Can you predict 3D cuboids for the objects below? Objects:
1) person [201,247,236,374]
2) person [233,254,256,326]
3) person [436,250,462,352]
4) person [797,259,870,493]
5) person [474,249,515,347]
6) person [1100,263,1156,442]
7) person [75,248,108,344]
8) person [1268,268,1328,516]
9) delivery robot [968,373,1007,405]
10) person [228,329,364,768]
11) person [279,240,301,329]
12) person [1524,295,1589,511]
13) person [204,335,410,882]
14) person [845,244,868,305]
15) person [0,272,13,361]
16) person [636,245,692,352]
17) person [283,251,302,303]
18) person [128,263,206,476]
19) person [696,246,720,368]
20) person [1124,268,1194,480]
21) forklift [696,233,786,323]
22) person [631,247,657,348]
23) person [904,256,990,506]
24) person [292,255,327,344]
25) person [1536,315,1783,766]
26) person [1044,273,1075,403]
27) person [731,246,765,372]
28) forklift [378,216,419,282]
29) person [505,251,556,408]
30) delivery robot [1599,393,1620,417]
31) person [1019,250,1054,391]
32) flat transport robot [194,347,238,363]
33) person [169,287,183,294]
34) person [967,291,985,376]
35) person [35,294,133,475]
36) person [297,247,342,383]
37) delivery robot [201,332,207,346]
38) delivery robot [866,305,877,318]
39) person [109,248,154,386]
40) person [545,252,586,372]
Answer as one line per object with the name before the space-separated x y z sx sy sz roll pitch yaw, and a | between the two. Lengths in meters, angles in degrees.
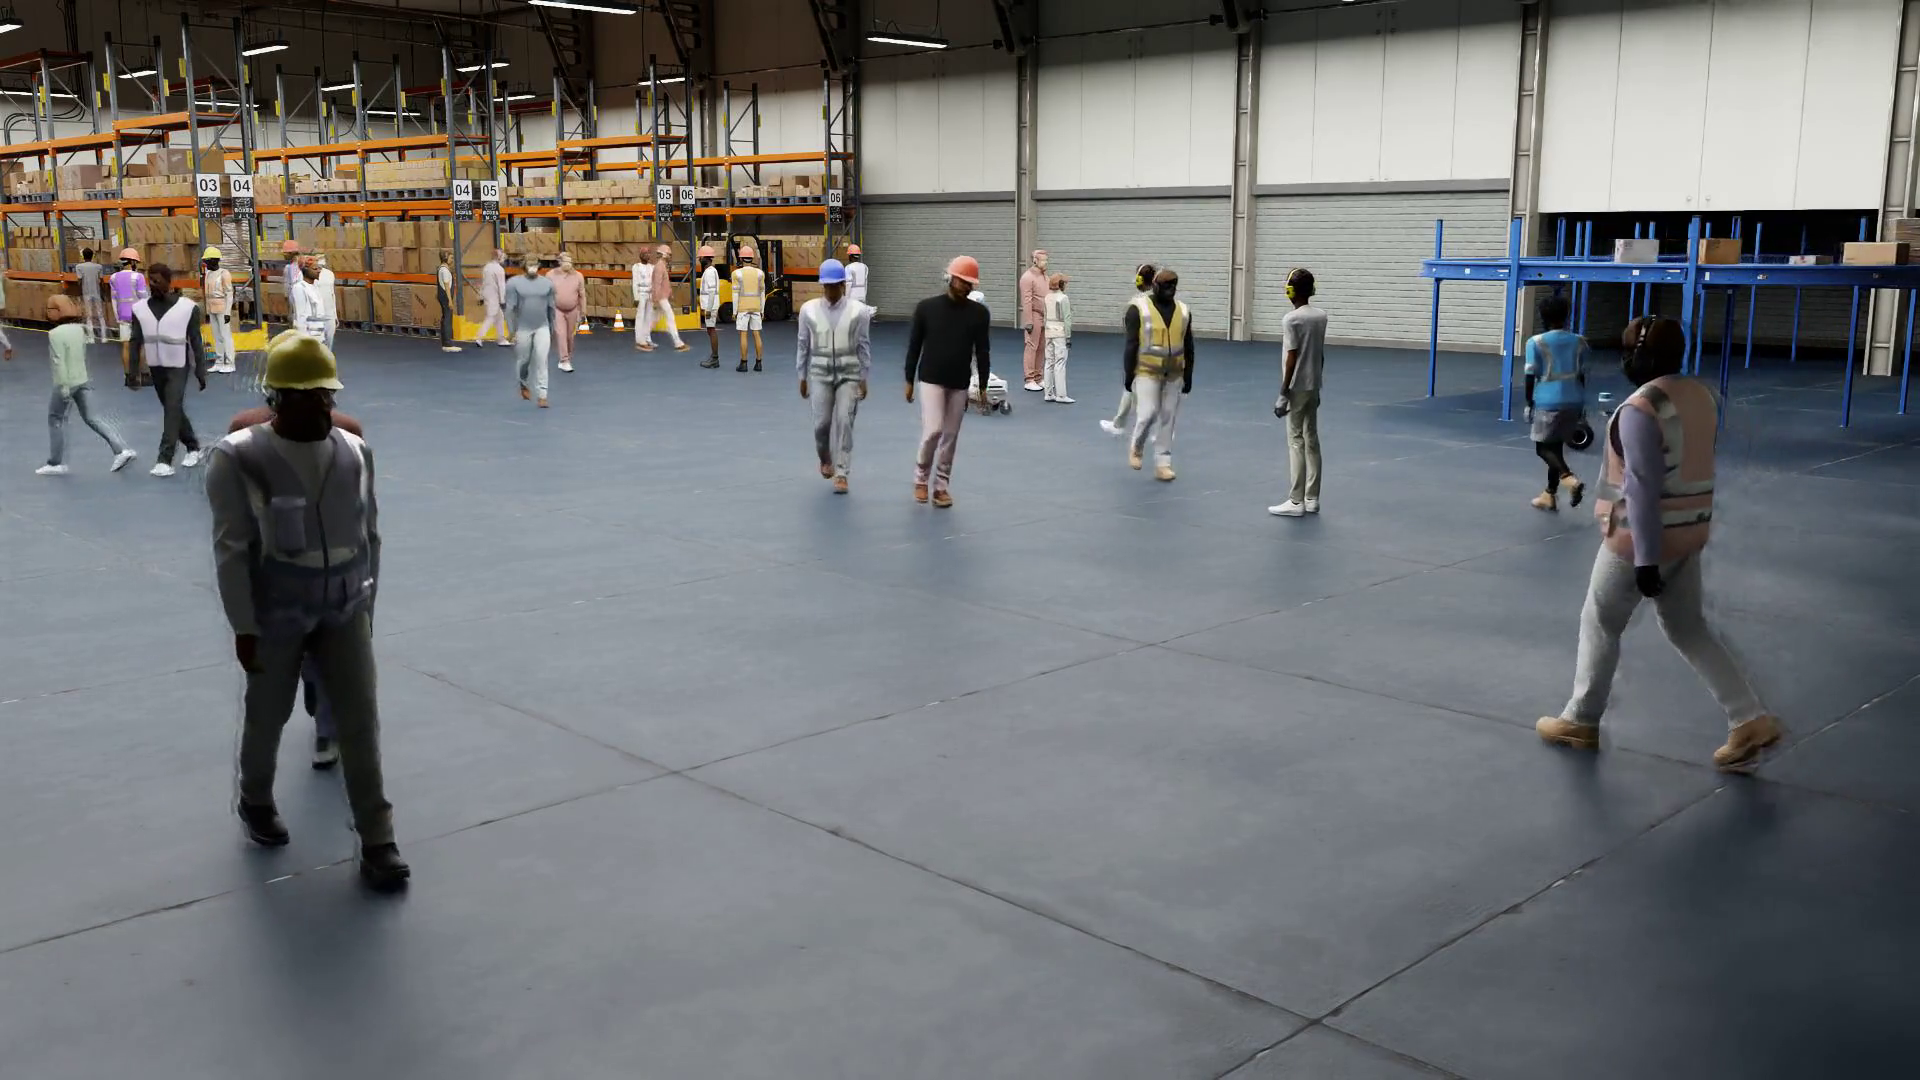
person | -11.445 -3.542 25.649 0.585 1.929 0.370 7 12 33
person | -16.724 -5.837 38.859 0.596 1.680 0.363 0 10 2
person | -9.344 -4.359 30.333 0.345 1.846 0.508 -6 12 -28
person | -1.046 -1.368 13.819 0.607 1.924 0.617 0 10 -1
person | -8.942 -4.604 31.664 0.815 1.856 0.657 -6 12 -30
person | 1.894 -1.943 17.238 0.542 1.813 0.991 -8 13 -37
person | -17.014 -4.783 32.576 0.523 1.870 0.317 -9 13 -39
person | 2.574 -1.122 12.632 0.519 1.865 0.331 -10 14 -43
delivery robot | 0.303 -1.834 19.943 0.477 0.478 0.707 -4 11 -19
person | -2.677 0.001 6.821 0.528 1.743 0.671 -1 10 -7
person | -11.040 -3.959 27.648 0.436 2.026 0.652 -3 11 -14
person | 4.583 -1.021 12.645 0.539 1.666 0.634 -3 11 -16
person | -2.211 0.206 5.581 0.584 1.795 0.914 -9 14 -41
person | -1.931 -4.441 30.522 0.360 1.939 0.543 9 14 39
person | -15.804 -3.793 27.022 0.599 1.928 0.578 0 10 2
person | -5.467 -4.400 30.339 0.986 1.944 0.609 -3 11 -15
person | -14.033 -5.265 35.428 0.924 1.781 0.591 6 12 28
person | -7.126 -1.546 14.966 0.608 1.872 1.028 1 10 3
person | -4.058 -3.756 26.787 0.360 1.935 0.552 -1 10 -6
person | 1.731 -1.444 14.475 0.656 1.828 0.468 -4 11 -19
forklift | -5.496 -6.489 41.108 2.313 2.155 1.214 -10 14 -44
person | -5.939 -4.561 31.328 0.338 1.882 0.582 6 12 29
person | -0.080 -1.216 12.916 0.640 1.947 0.575 -3 11 -18
person | -7.351 -2.272 18.852 0.359 1.882 0.575 -1 10 -4
person | 2.845 0.004 6.656 0.635 1.803 0.901 -9 13 -39
person | 1.237 -2.558 21.069 0.307 1.641 0.513 -7 12 -32
person | -3.317 -3.613 26.011 0.546 1.938 0.361 -6 12 -28
forklift | -17.868 -9.201 54.028 1.873 2.768 1.129 -10 14 -44
person | -5.349 -2.639 20.770 0.637 1.920 0.827 -4 11 -23
delivery robot | 6.439 -1.357 16.632 0.698 0.223 0.335 3 11 15
person | 1.081 -3.015 22.825 0.410 1.912 0.643 6 12 29
flat transport robot | -12.879 -3.136 28.076 0.652 0.197 1.431 1 10 5
person | -18.701 -5.986 39.539 0.484 1.720 0.760 -10 14 -43
person | 0.093 -2.704 21.894 0.531 1.614 0.550 0 10 -1
person | -7.831 -1.379 14.753 0.820 1.604 0.495 1 10 5
person | -9.080 -3.173 23.608 0.359 1.938 0.635 5 11 23
delivery robot | -13.346 -3.493 28.992 0.477 0.478 0.707 -5 12 -27
delivery robot | -2.361 -5.518 40.031 0.707 0.478 0.477 1 10 4
person | -11.674 -3.147 23.495 0.543 1.928 0.372 2 11 9
person | -6.209 -3.589 26.121 0.651 1.860 0.906 -5 11 -24
